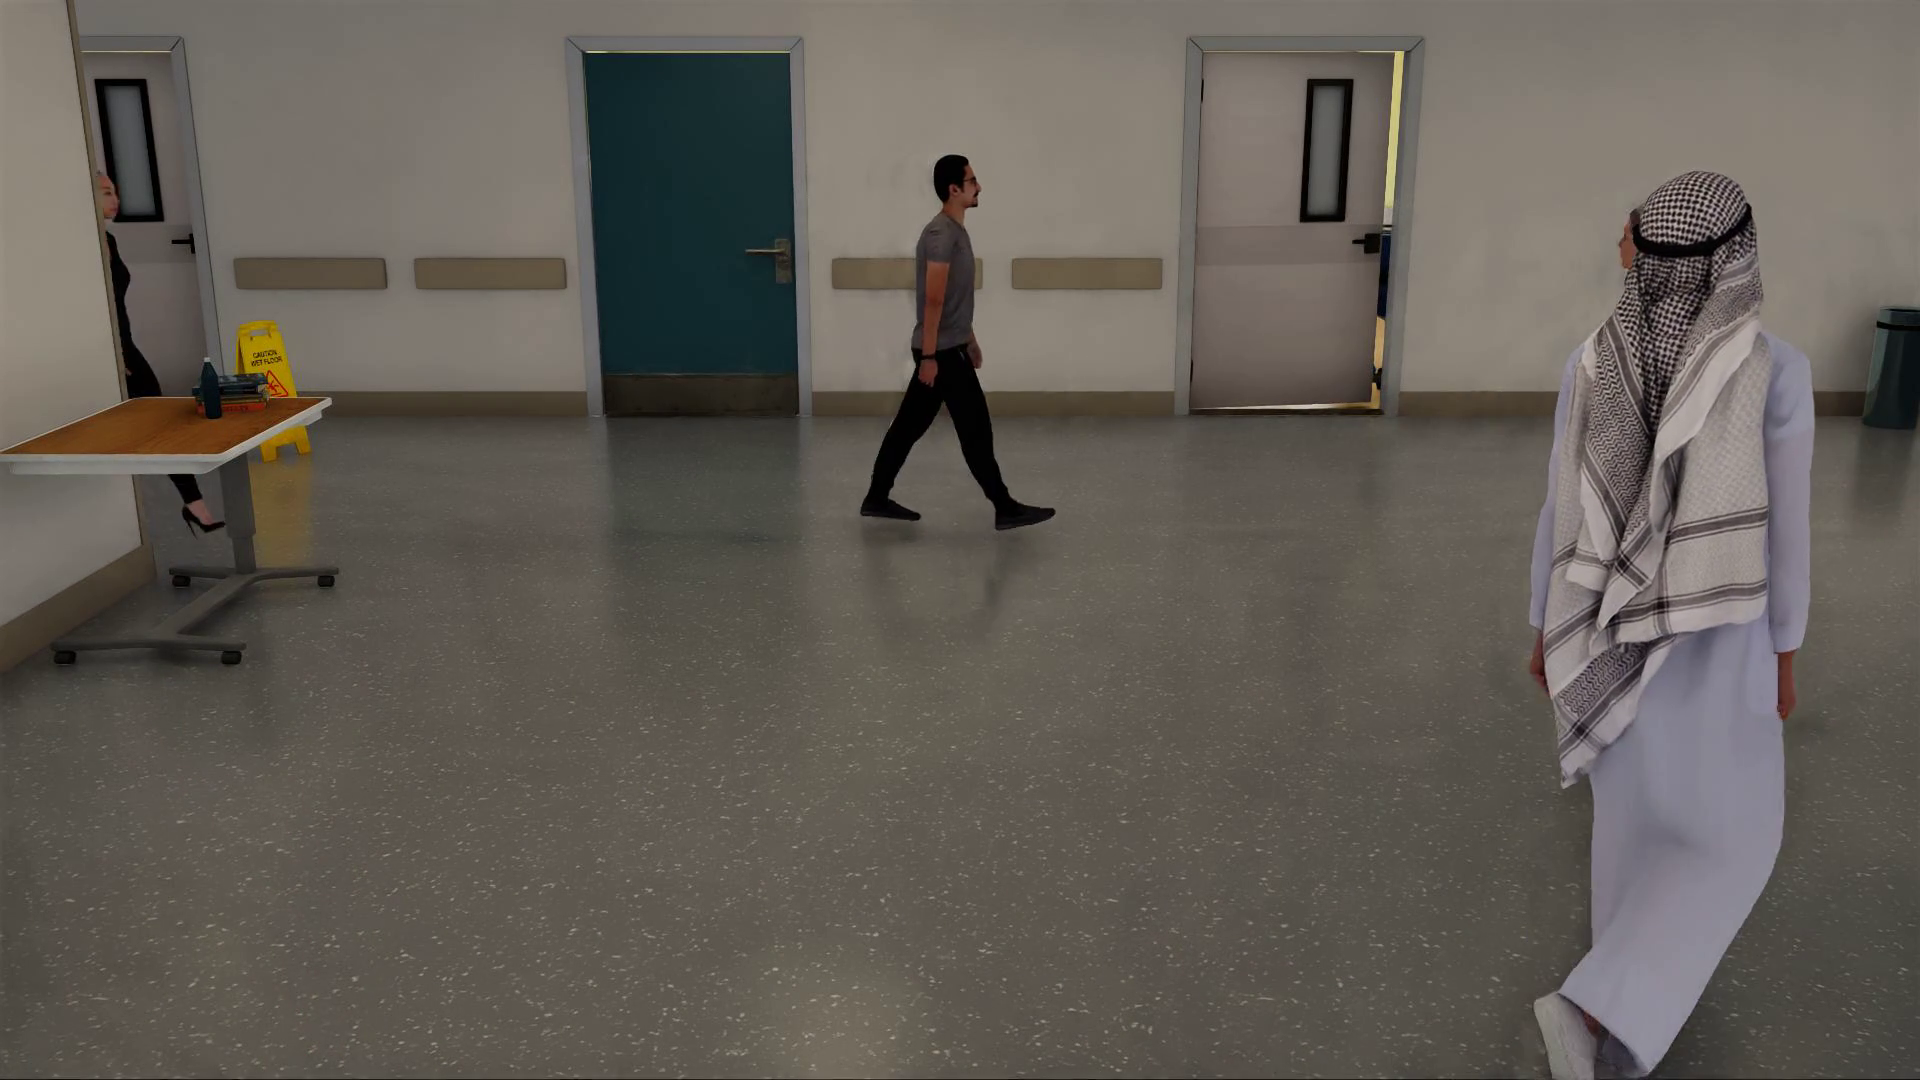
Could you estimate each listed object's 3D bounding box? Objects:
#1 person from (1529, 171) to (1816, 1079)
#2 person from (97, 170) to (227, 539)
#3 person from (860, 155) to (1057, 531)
[{"bbox_3d":[1.397,0.248,3.358,1.092,1.906,1.154,15,21,42],"label":"person"},{"bbox_3d":[-3.888,-0.761,7.383,1.092,1.663,0.637,1,16,4],"label":"person"},{"bbox_3d":[-0.165,-0.857,7.651,1.127,1.704,0.629,0,16,-1],"label":"person"}]
